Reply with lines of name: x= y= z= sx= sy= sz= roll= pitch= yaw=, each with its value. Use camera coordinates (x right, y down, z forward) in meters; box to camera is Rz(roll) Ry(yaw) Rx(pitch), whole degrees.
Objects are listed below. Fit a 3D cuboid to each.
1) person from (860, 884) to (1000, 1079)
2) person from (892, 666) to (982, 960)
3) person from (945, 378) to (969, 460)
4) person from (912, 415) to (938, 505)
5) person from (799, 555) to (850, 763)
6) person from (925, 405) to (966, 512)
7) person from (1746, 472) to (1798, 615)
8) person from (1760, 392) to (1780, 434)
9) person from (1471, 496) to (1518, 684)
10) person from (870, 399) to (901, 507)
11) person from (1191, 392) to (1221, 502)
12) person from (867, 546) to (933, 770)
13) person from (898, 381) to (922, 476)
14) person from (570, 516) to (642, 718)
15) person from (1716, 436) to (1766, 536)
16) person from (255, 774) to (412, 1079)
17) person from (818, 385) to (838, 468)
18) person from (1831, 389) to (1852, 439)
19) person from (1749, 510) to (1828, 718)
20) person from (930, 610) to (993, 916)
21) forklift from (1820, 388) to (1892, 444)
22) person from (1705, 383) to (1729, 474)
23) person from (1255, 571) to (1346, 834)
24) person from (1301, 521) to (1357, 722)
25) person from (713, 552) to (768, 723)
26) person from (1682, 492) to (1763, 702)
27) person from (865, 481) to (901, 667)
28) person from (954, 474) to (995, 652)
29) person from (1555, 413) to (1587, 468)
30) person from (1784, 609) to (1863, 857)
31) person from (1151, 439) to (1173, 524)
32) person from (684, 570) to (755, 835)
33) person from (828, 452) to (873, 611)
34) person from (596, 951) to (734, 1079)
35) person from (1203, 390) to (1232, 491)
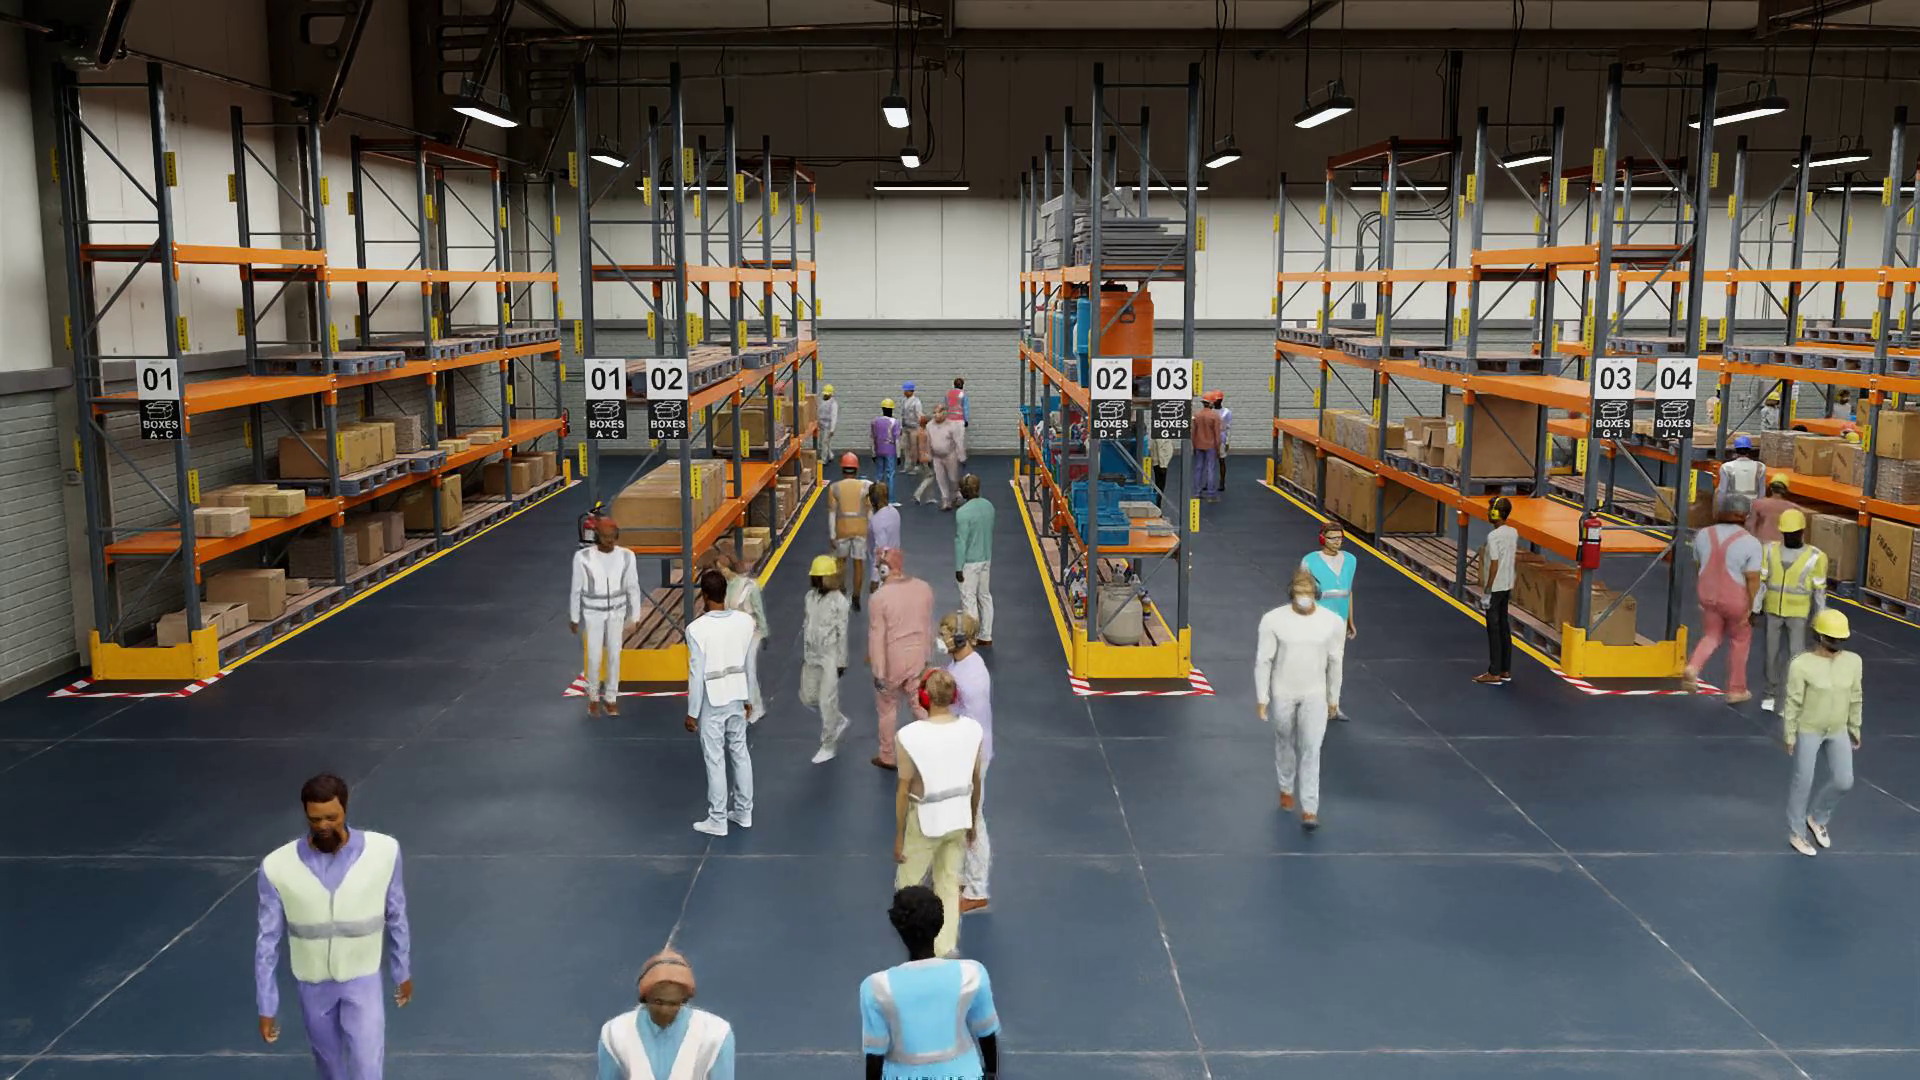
person: x=-0.103 y=2.163 z=6.430 sx=0.552 sy=1.669 sz=0.783 roll=-1 pitch=9 yaw=-8
person: x=-0.133 y=1.617 z=9.416 sx=0.596 sy=1.829 sz=0.438 roll=-6 pitch=11 yaw=-34
person: x=-0.044 y=-2.716 z=37.302 sx=0.618 sy=1.836 sz=0.432 roll=7 pitch=11 yaw=37
person: x=-0.607 y=-1.426 z=29.642 sx=0.605 sy=1.618 sz=0.529 roll=-6 pitch=11 yaw=-35
person: x=-1.104 y=0.969 z=13.883 sx=0.497 sy=1.727 sz=0.470 roll=7 pitch=11 yaw=39
person: x=-0.204 y=-1.441 z=29.035 sx=0.741 sy=1.862 sz=0.739 roll=4 pitch=10 yaw=26
person: x=9.589 y=0.065 z=19.682 sx=0.546 sy=1.750 sz=0.609 roll=4 pitch=10 yaw=22
person: x=16.609 y=-2.167 z=34.079 sx=0.487 sy=1.737 sz=0.320 roll=-4 pitch=10 yaw=-24
person: x=5.319 y=0.496 z=16.502 sx=0.313 sy=1.869 sz=0.538 roll=9 pitch=12 yaw=44
person: x=-1.295 y=-1.539 z=29.415 sx=0.594 sy=1.922 sz=0.385 roll=5 pitch=10 yaw=29
person: x=4.476 y=-1.688 z=30.148 sx=0.389 sy=1.996 sz=0.612 roll=-9 pitch=12 yaw=-44
person: x=-0.436 y=0.986 z=13.343 sx=0.652 sy=1.876 sz=0.834 roll=-7 pitch=11 yaw=-37
person: x=-1.028 y=-2.293 z=34.192 sx=0.404 sy=1.945 sz=0.615 roll=-8 pitch=12 yaw=-40
person: x=-3.222 y=0.702 z=15.169 sx=0.607 sy=1.865 sz=0.512 roll=-4 pitch=10 yaw=-25
person: x=10.374 y=-0.411 z=22.117 sx=0.603 sy=1.937 sz=0.402 roll=1 pitch=9 yaw=9
person: x=-2.704 y=1.941 z=7.182 sx=0.625 sy=1.866 sz=0.975 roll=-3 pitch=9 yaw=-17
person: x=-2.863 y=-2.420 z=35.496 sx=0.527 sy=1.798 sz=0.658 roll=-8 pitch=12 yaw=-40
person: x=17.778 y=-2.158 z=33.694 sx=0.537 sy=1.836 sz=0.648 roll=-3 pitch=9 yaw=-18
person: x=7.617 y=0.663 z=15.315 sx=0.466 sy=1.906 sz=0.592 roll=-7 pitch=11 yaw=-36
person: x=0.009 y=1.404 z=10.496 sx=0.400 sy=1.934 sz=0.660 roll=-1 pitch=9 yaw=-5
forklift: x=20.072 y=-3.110 z=36.462 sx=1.873 sy=2.768 sz=1.129 roll=0 pitch=9 yaw=0
person: x=15.725 y=-2.329 z=34.500 sx=0.586 sy=1.924 sz=0.370 roll=-4 pitch=10 yaw=-25
person: x=2.490 y=1.160 z=12.195 sx=0.639 sy=1.880 sz=1.063 roll=2 pitch=9 yaw=11
person: x=3.314 y=0.736 z=15.034 sx=0.574 sy=1.843 sz=0.374 roll=-4 pitch=10 yaw=-23
person: x=-1.993 y=0.894 z=14.804 sx=0.517 sy=1.591 sz=0.792 roll=6 pitch=10 yaw=32
person: x=7.239 y=0.532 z=15.719 sx=0.708 sy=2.000 sz=0.692 roll=-6 pitch=11 yaw=-34
person: x=-0.798 y=0.349 z=17.242 sx=0.374 sy=1.936 sz=0.627 roll=2 pitch=9 yaw=13
person: x=0.148 y=0.249 z=17.908 sx=0.364 sy=1.932 sz=0.630 roll=6 pitch=11 yaw=35
person: x=12.479 y=-2.125 z=33.551 sx=0.746 sy=1.818 sz=0.546 roll=1 pitch=9 yaw=4
person: x=5.959 y=1.327 z=11.483 sx=0.569 sy=1.753 sz=0.401 roll=0 pitch=9 yaw=-3
person: x=3.349 y=-1.248 z=27.368 sx=0.415 sy=1.985 sz=0.610 roll=1 pitch=9 yaw=8
person: x=-1.717 y=1.172 z=12.005 sx=0.373 sy=1.915 sz=0.594 roll=8 pitch=12 yaw=42
person: x=-1.329 y=-0.112 z=20.283 sx=0.554 sy=1.914 sz=0.680 roll=-1 pitch=9 yaw=-4
person: x=-1.071 y=2.235 z=6.164 sx=0.535 sy=1.609 sz=0.671 roll=0 pitch=9 yaw=0
person: x=4.884 y=-1.895 z=31.665 sx=0.545 sy=1.938 sz=0.362 roll=4 pitch=10 yaw=26
